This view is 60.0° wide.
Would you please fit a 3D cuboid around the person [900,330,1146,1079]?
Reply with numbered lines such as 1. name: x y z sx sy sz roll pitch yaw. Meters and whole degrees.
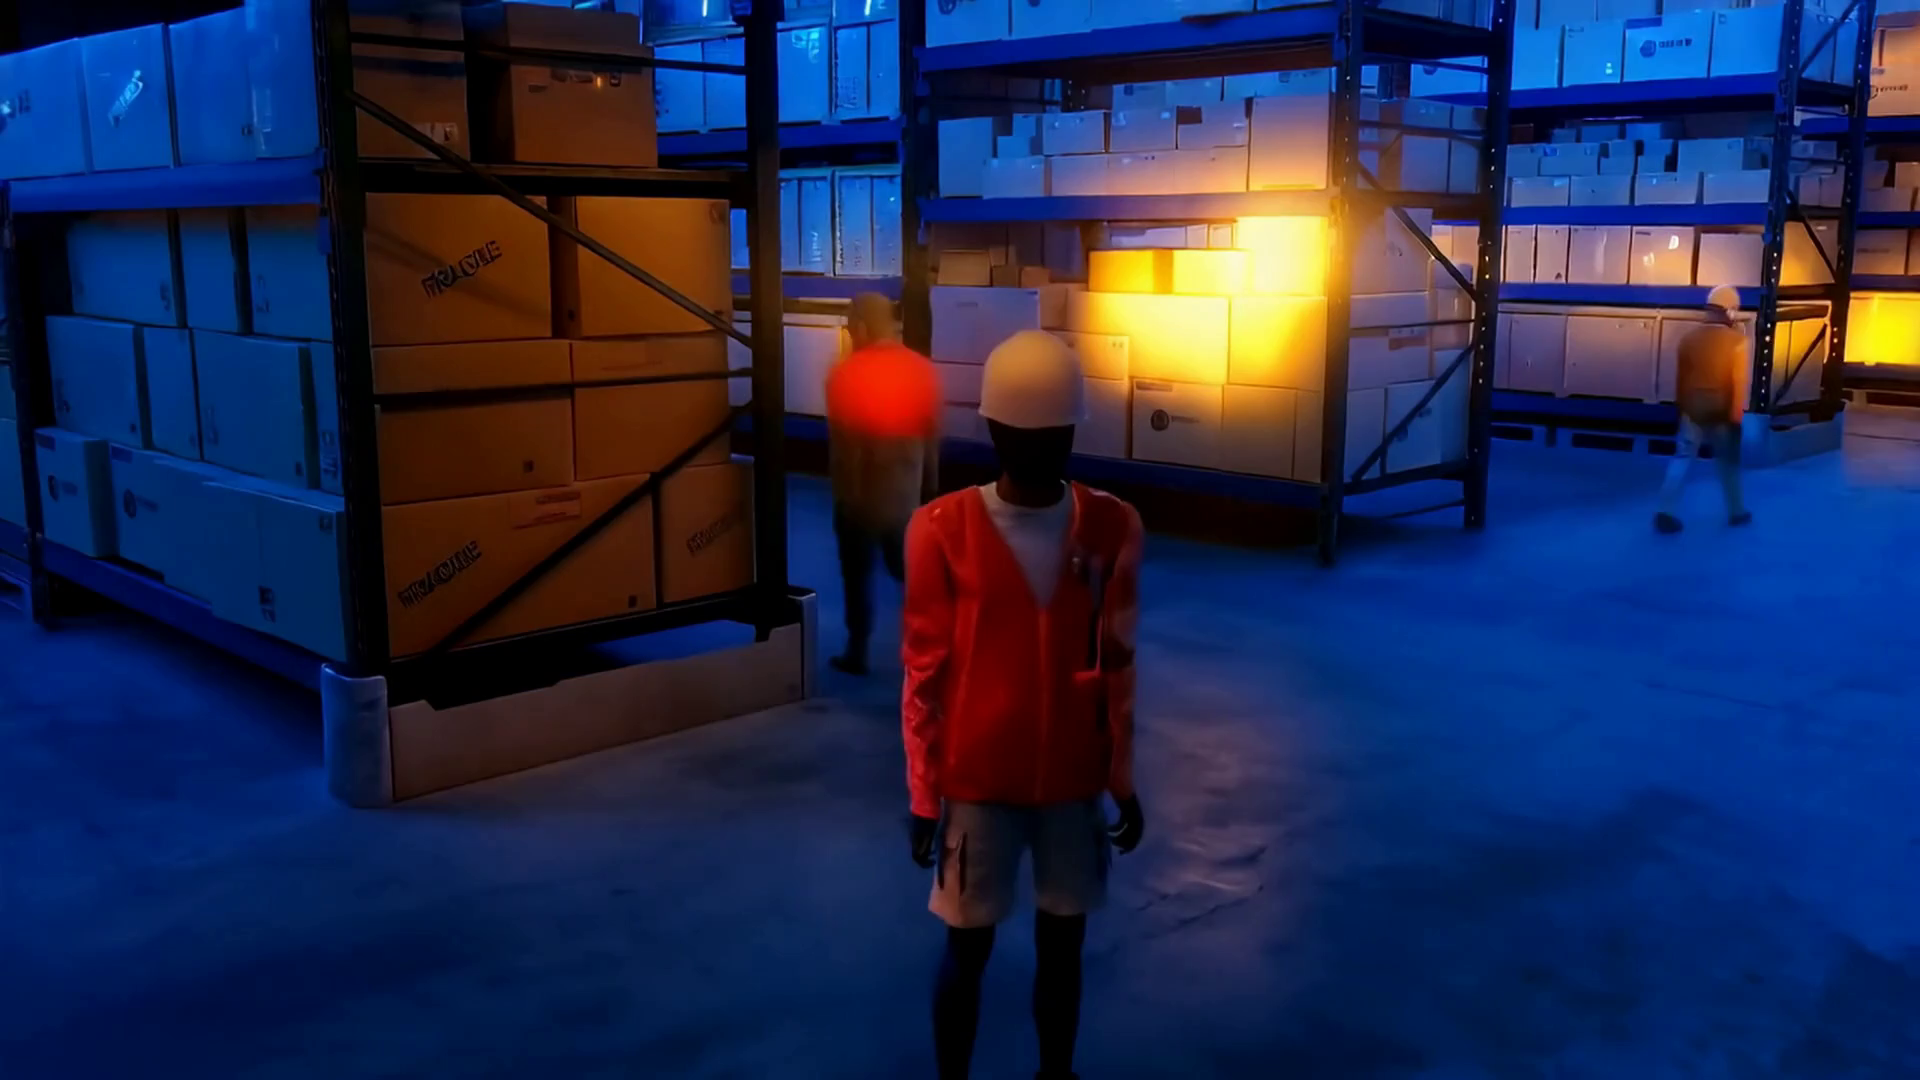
1. person: 0.152 0.516 3.612 0.549 1.936 0.376 -3 11 -15

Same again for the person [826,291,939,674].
1. person: -0.335 -0.239 7.907 0.655 1.880 0.752 -9 13 -39

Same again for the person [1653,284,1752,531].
1. person: 5.422 -0.950 12.033 0.951 1.785 0.613 -7 12 -33
